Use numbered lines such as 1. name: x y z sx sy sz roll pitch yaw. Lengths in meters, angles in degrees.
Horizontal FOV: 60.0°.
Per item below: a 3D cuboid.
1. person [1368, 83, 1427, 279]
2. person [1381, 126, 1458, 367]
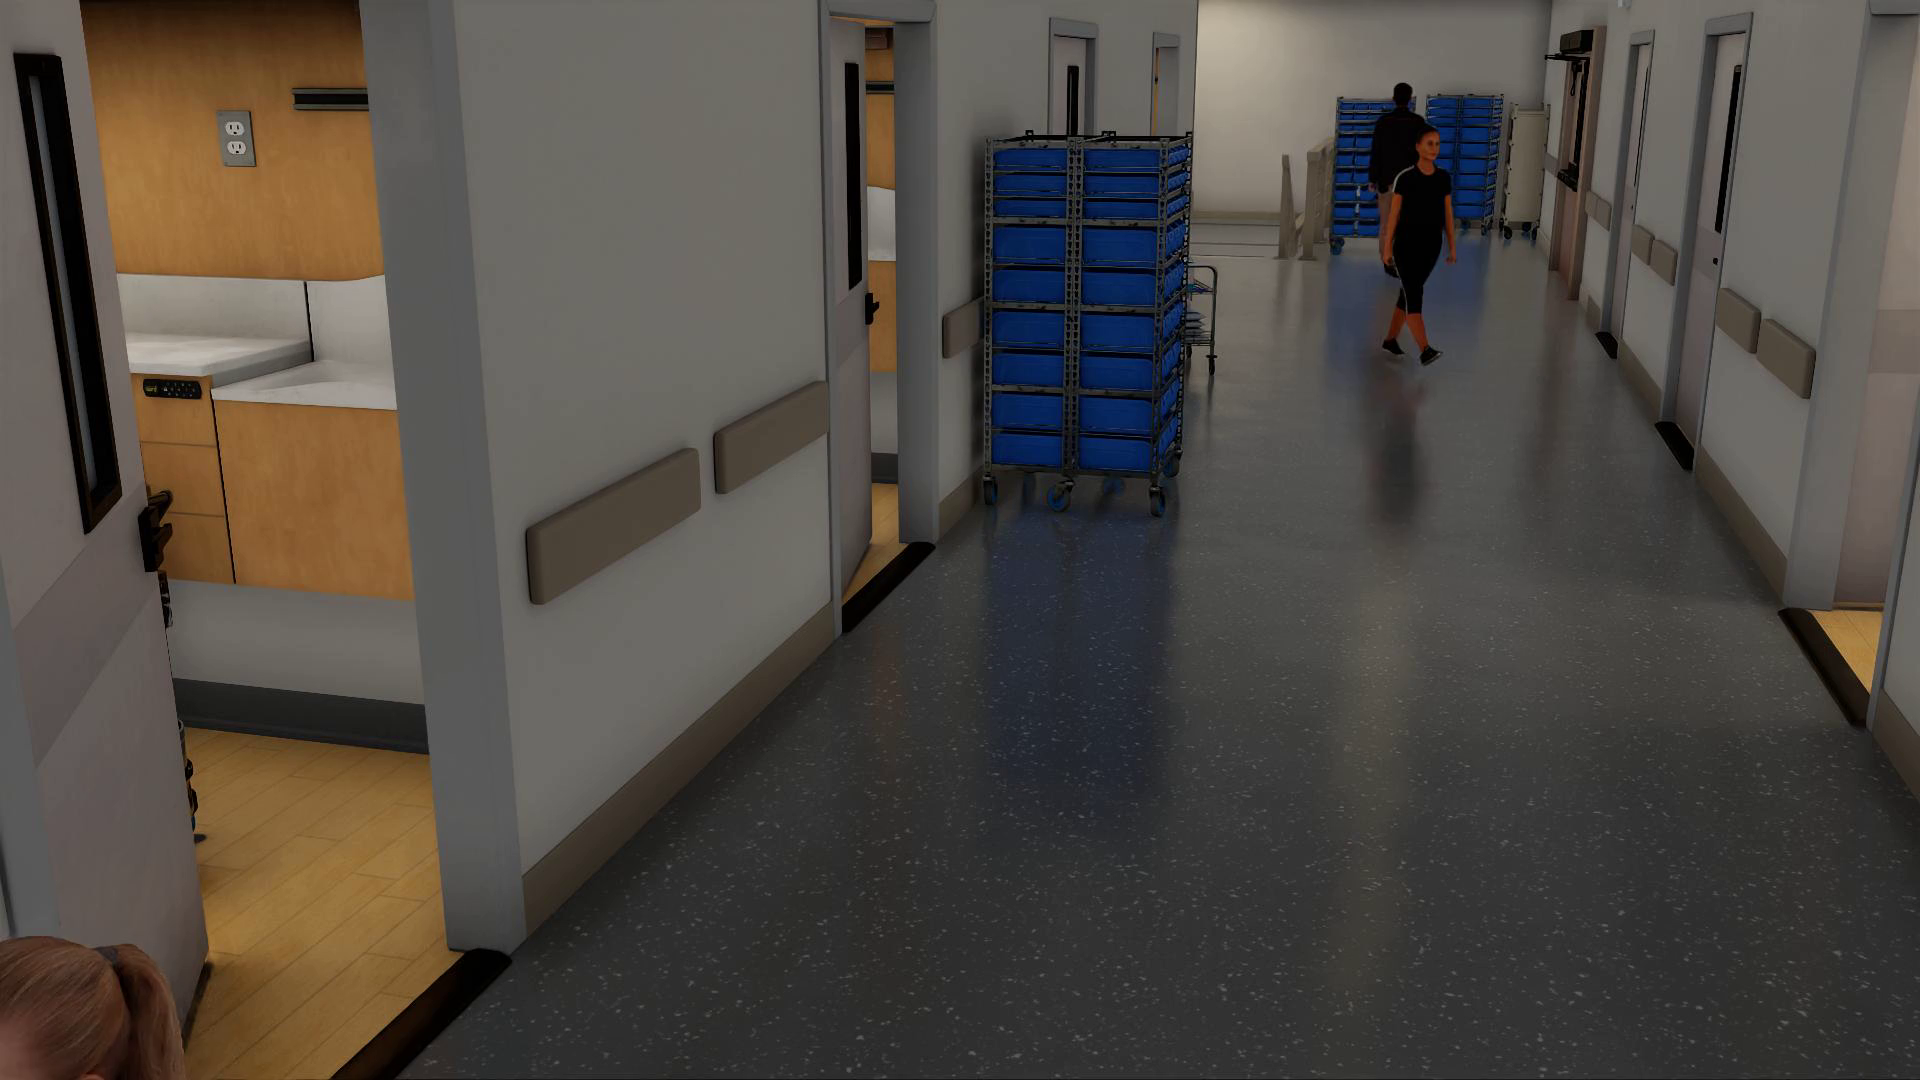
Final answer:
1. person: 4.305 -3.483 16.367 0.762 1.873 1.268 5 17 18
2. person: 3.188 -2.059 11.780 0.949 1.621 1.166 -4 16 -14
